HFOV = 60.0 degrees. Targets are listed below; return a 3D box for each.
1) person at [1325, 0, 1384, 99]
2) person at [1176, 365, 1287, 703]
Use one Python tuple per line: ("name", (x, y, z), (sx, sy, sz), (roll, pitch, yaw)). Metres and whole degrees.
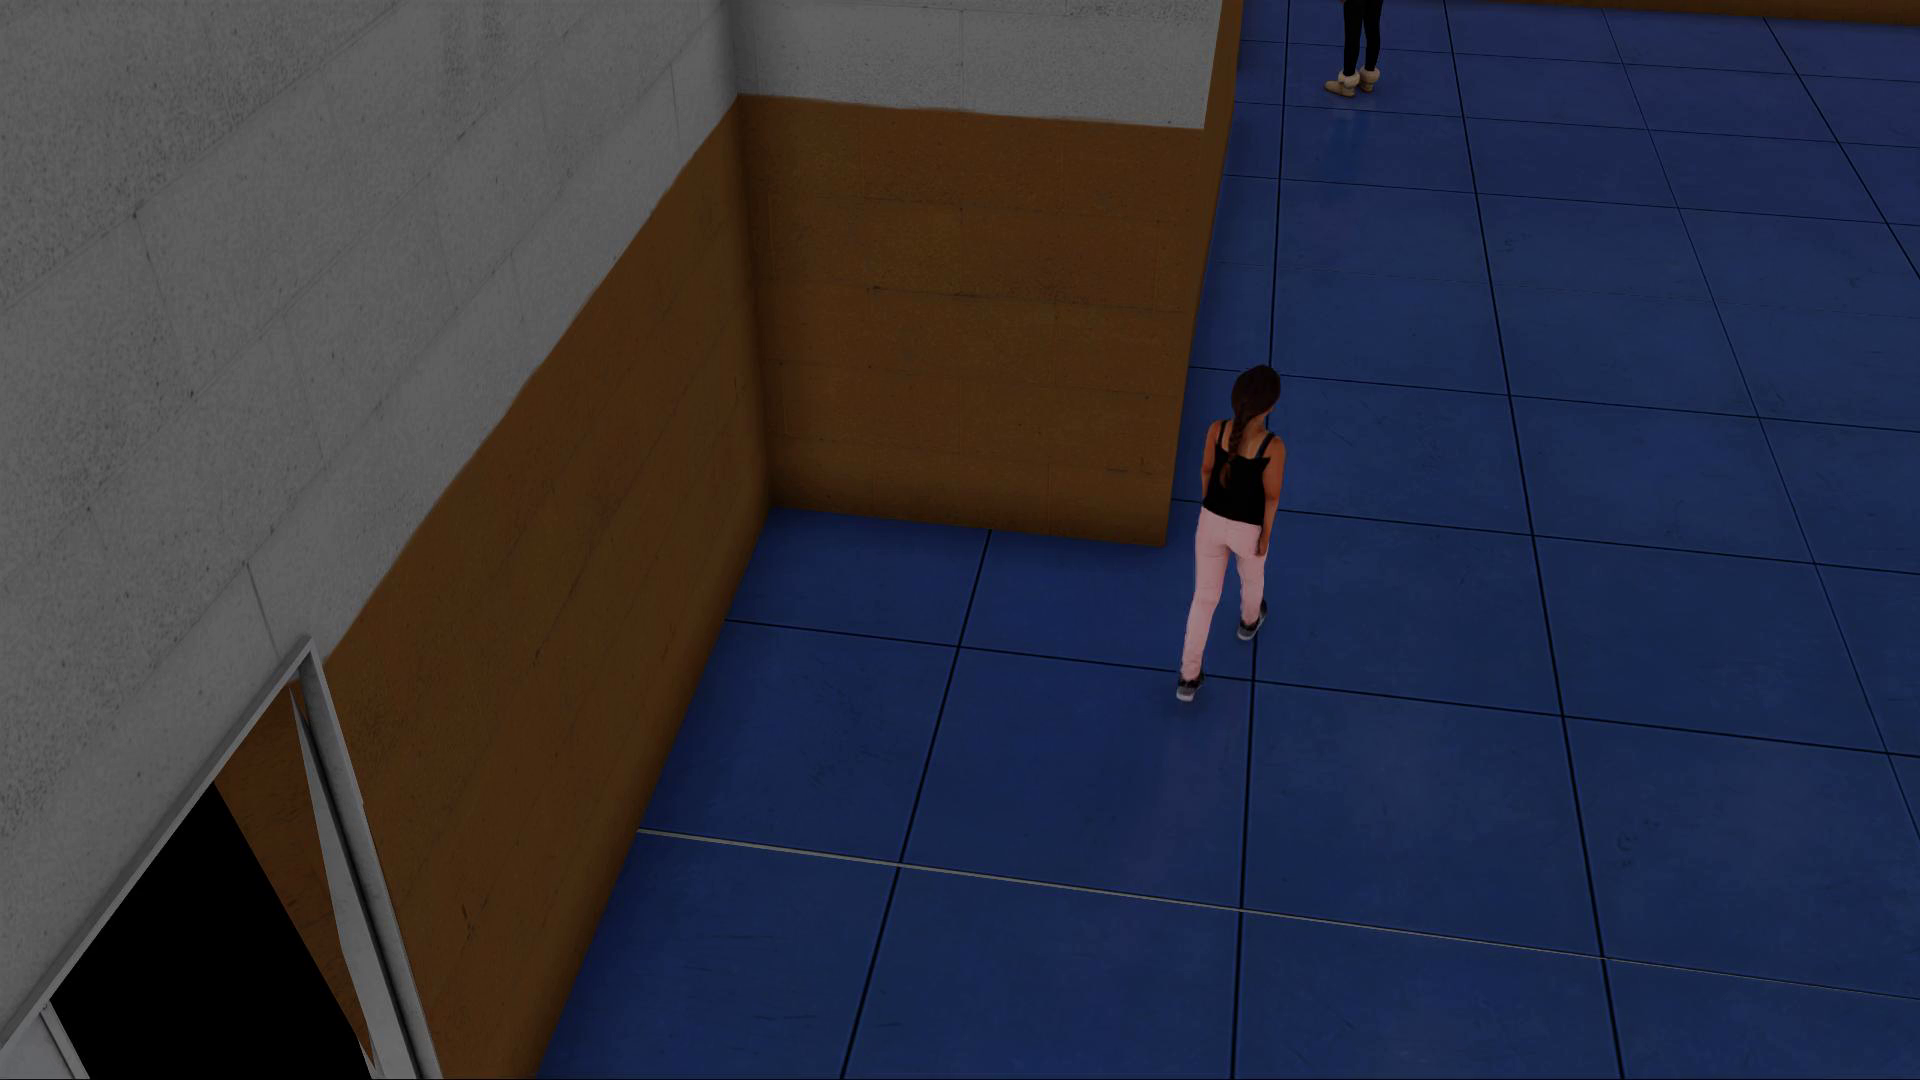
("person", (3.035, -4.145, 12.394), (0.671, 1.656, 0.754), (-17, 40, -21))
("person", (1.116, -0.003, 6.985), (1.025, 1.526, 0.721), (14, 39, 18))
